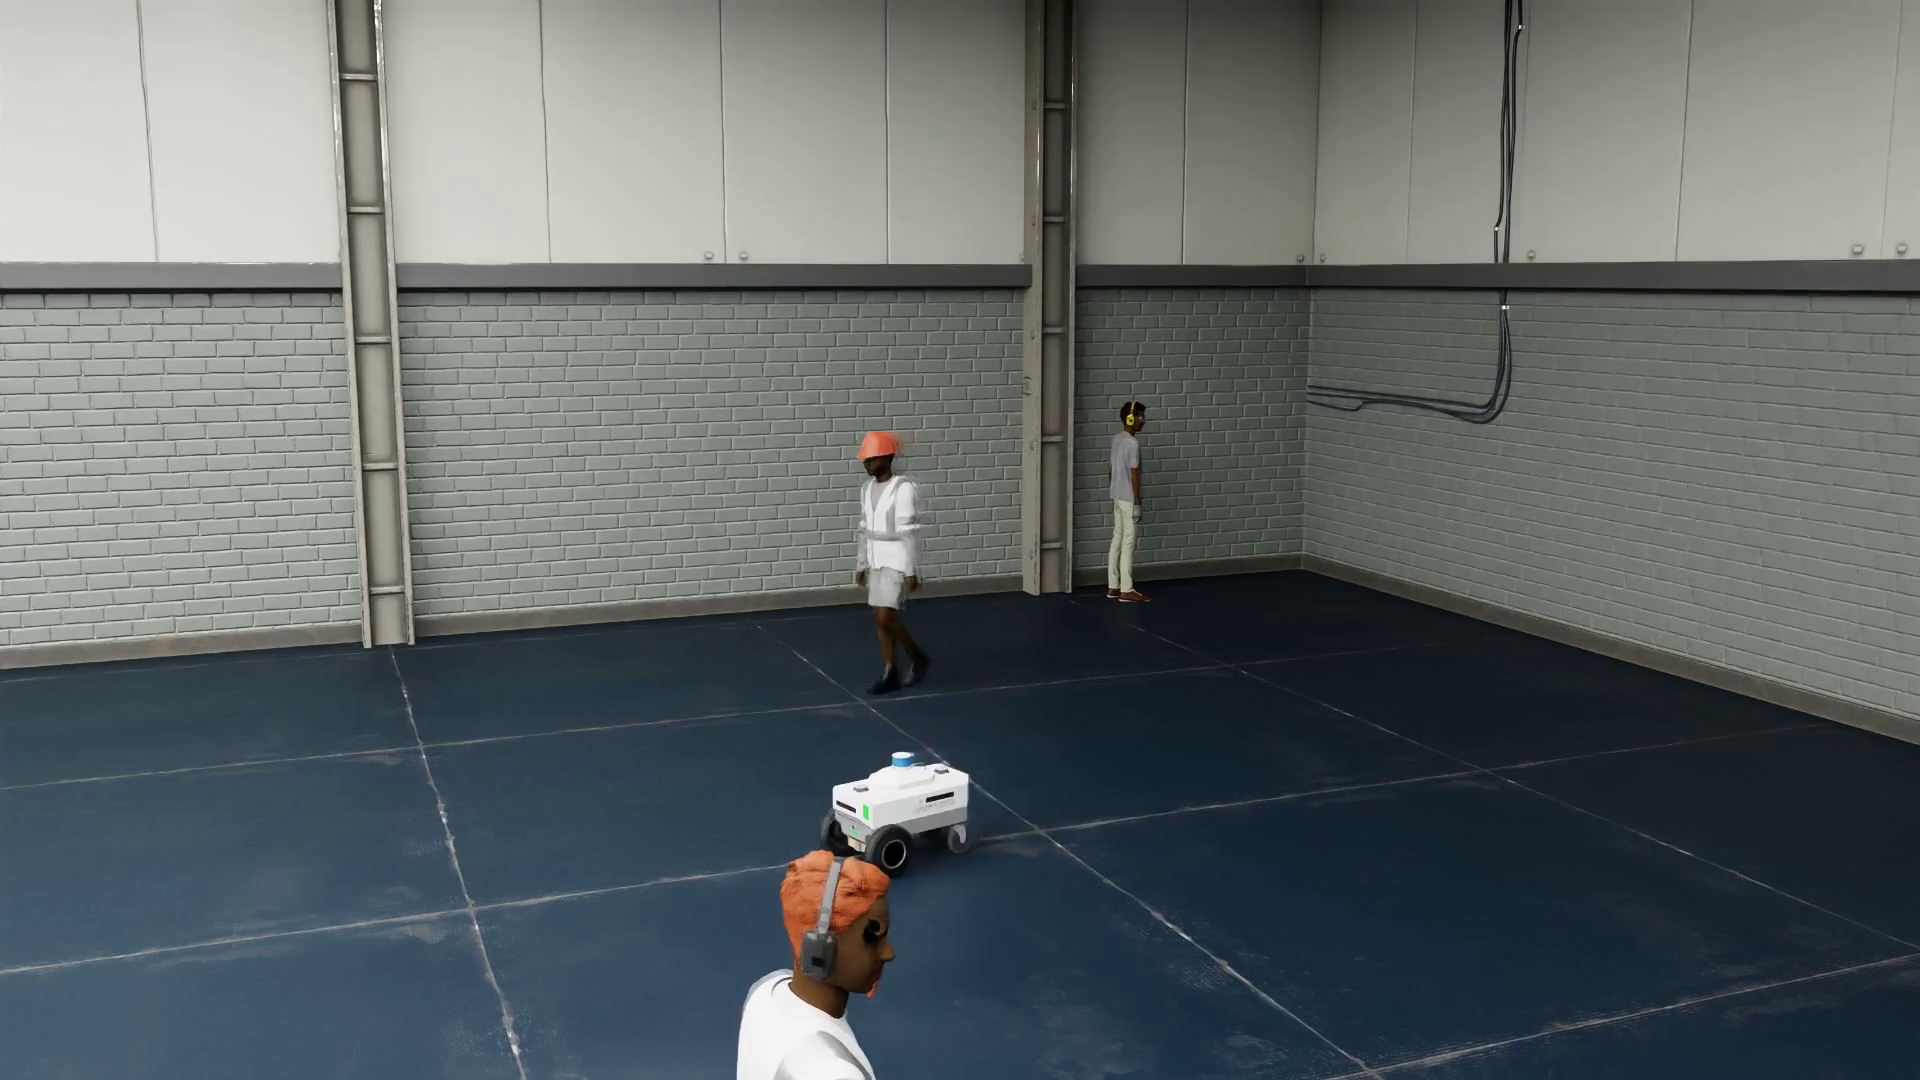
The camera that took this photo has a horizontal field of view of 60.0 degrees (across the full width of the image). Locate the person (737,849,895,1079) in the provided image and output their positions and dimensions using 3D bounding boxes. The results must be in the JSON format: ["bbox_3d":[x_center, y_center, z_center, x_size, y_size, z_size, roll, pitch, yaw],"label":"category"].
[{"bbox_3d":[-0.290,1.557,3.431,0.356,1.883,0.575,-3,10,-20],"label":"person"}]

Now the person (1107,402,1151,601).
[{"bbox_3d":[1.566,-0.359,15.535,0.329,1.863,0.513,-3,10,-20],"label":"person"}]

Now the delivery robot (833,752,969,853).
[{"bbox_3d":[-0.299,1.345,8.629,0.707,0.478,0.477,-7,11,-37],"label":"delivery robot"}]

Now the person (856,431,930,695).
[{"bbox_3d":[-0.533,0.170,12.007,0.450,1.922,0.578,-7,12,-39],"label":"person"}]
